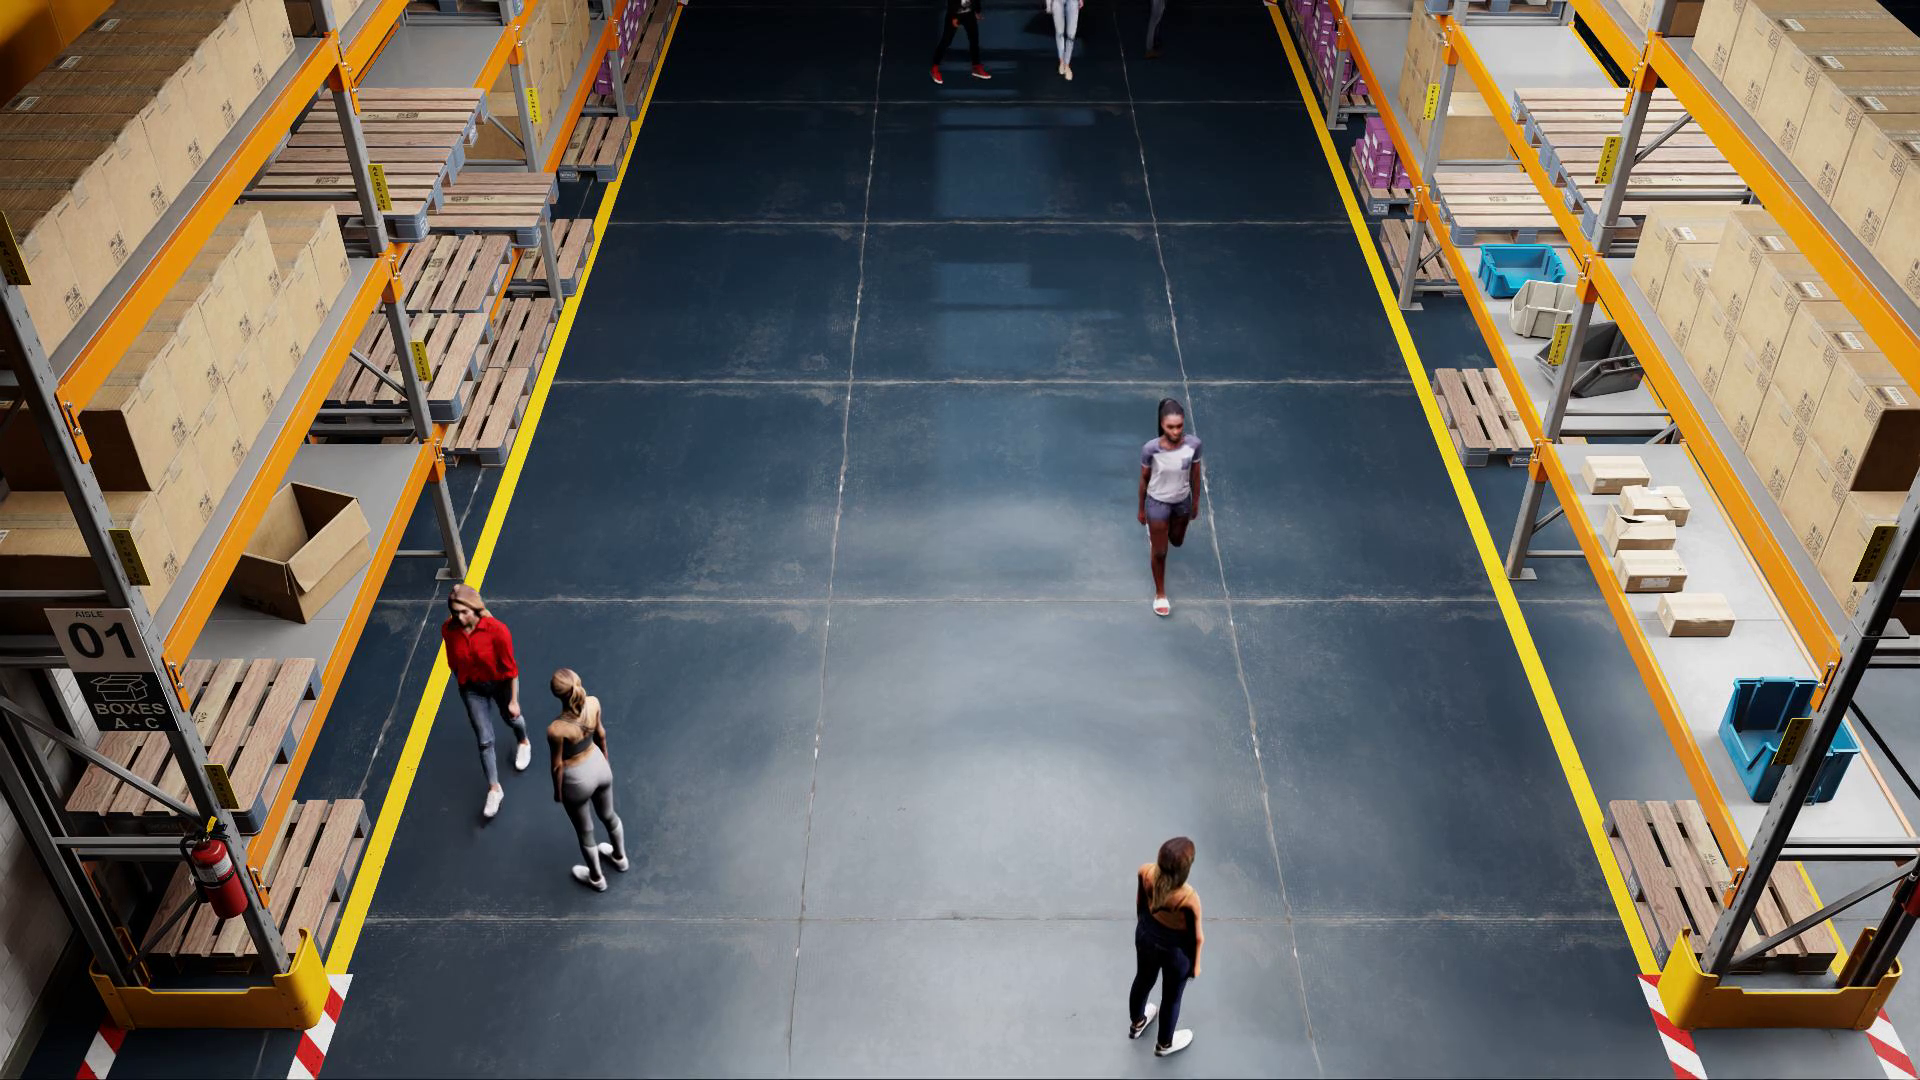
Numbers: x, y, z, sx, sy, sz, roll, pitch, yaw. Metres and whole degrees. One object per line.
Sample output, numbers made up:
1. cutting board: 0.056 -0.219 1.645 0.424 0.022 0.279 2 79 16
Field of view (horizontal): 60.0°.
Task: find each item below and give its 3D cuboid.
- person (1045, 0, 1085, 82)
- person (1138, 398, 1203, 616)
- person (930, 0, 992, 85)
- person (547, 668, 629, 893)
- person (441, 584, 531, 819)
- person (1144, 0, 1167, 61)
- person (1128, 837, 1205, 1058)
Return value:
1. person: 1.233 -6.407 19.716 0.620 1.780 0.709 -1 39 -1
2. person: 1.505 -0.304 12.136 0.716 1.703 1.004 -5 39 -7
3. person: 0.042 -6.195 19.560 0.934 1.644 0.939 -22 43 -25
4. person: -2.245 1.431 9.963 0.692 1.704 0.609 24 44 27
5. person: -2.983 0.929 10.604 0.623 1.688 0.885 1 39 1
6. person: 2.312 -6.699 20.099 0.899 1.759 0.814 -22 44 -25
7. person: 1.112 2.200 9.062 0.639 1.627 0.699 32 48 33
